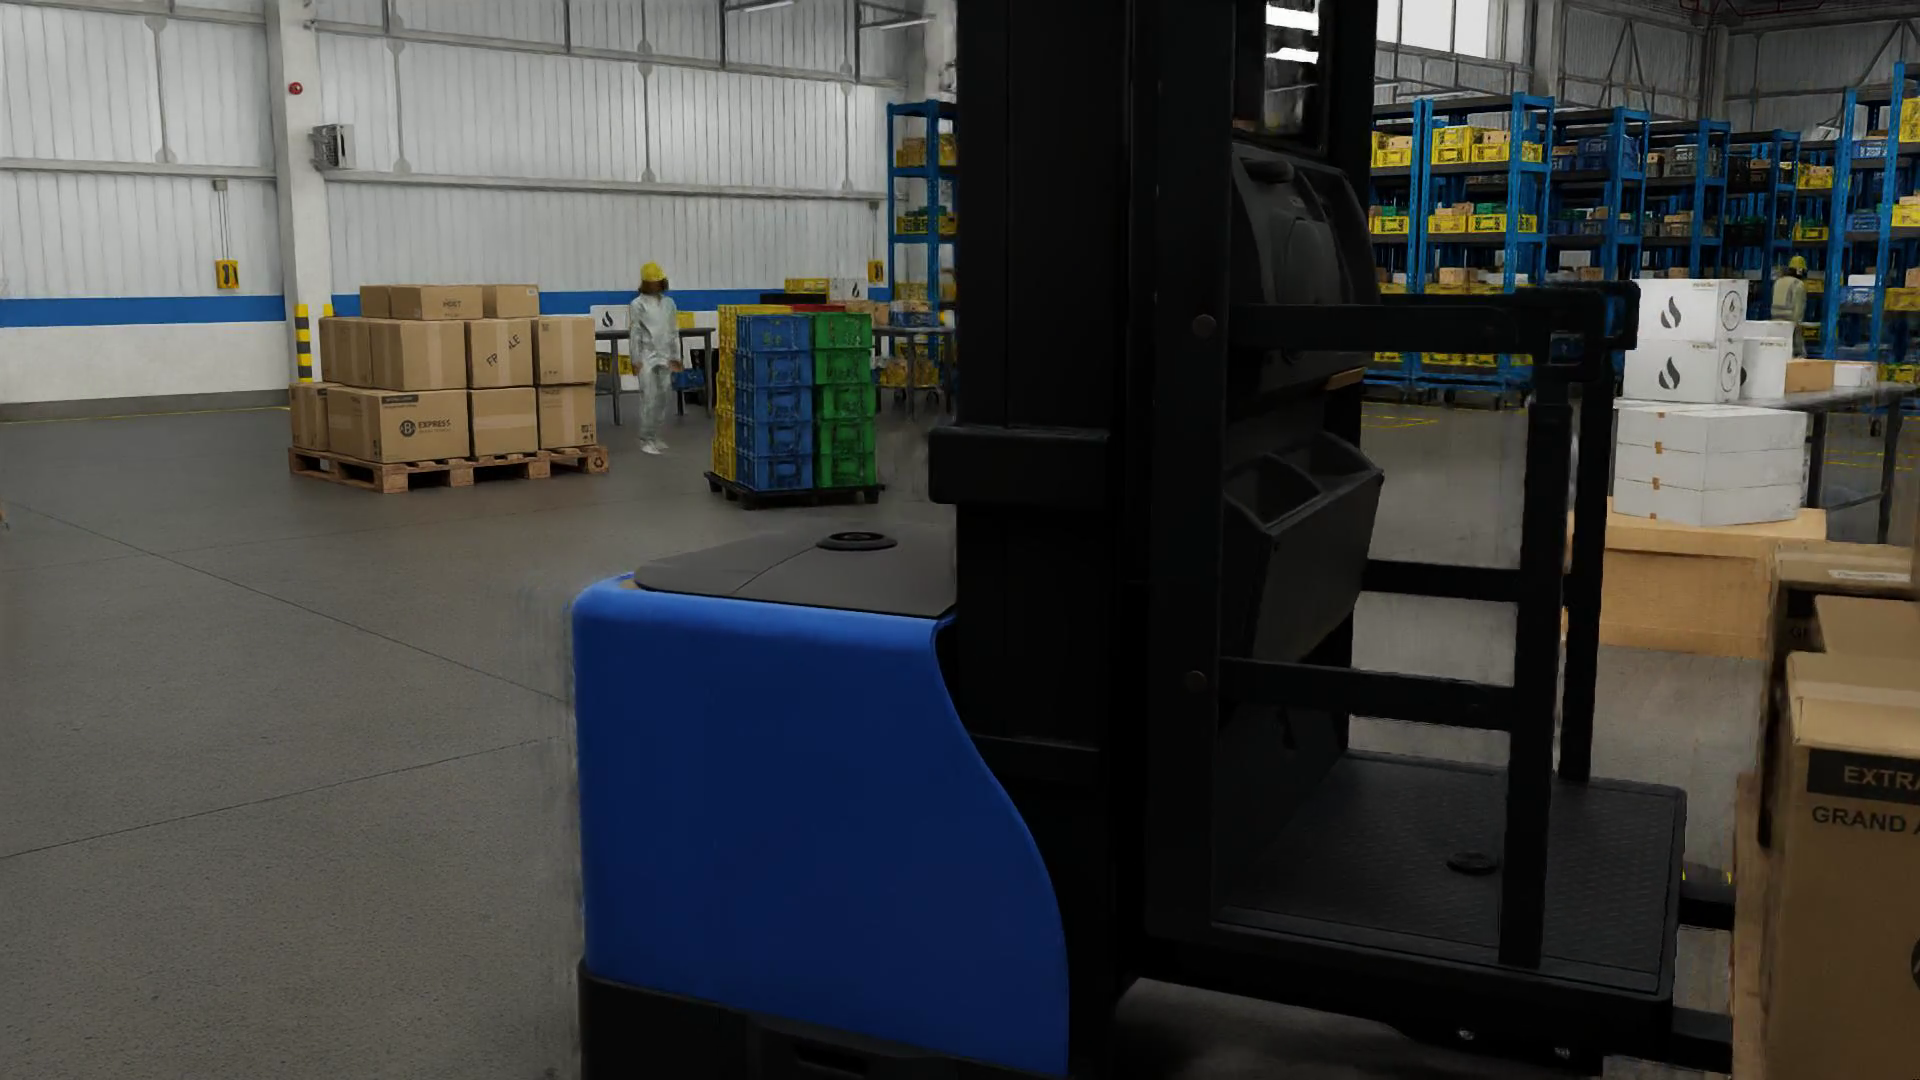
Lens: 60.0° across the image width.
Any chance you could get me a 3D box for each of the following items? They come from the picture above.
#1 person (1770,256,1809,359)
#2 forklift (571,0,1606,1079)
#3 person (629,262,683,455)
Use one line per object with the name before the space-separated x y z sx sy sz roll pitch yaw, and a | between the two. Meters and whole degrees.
person | 11.167 -2.888 22.276 0.924 1.781 0.592 -3 10 -15
forklift | 0.276 -0.257 3.158 1.873 2.768 1.129 4 10 24
person | -2.771 -1.620 14.868 0.584 1.709 0.536 8 12 39
